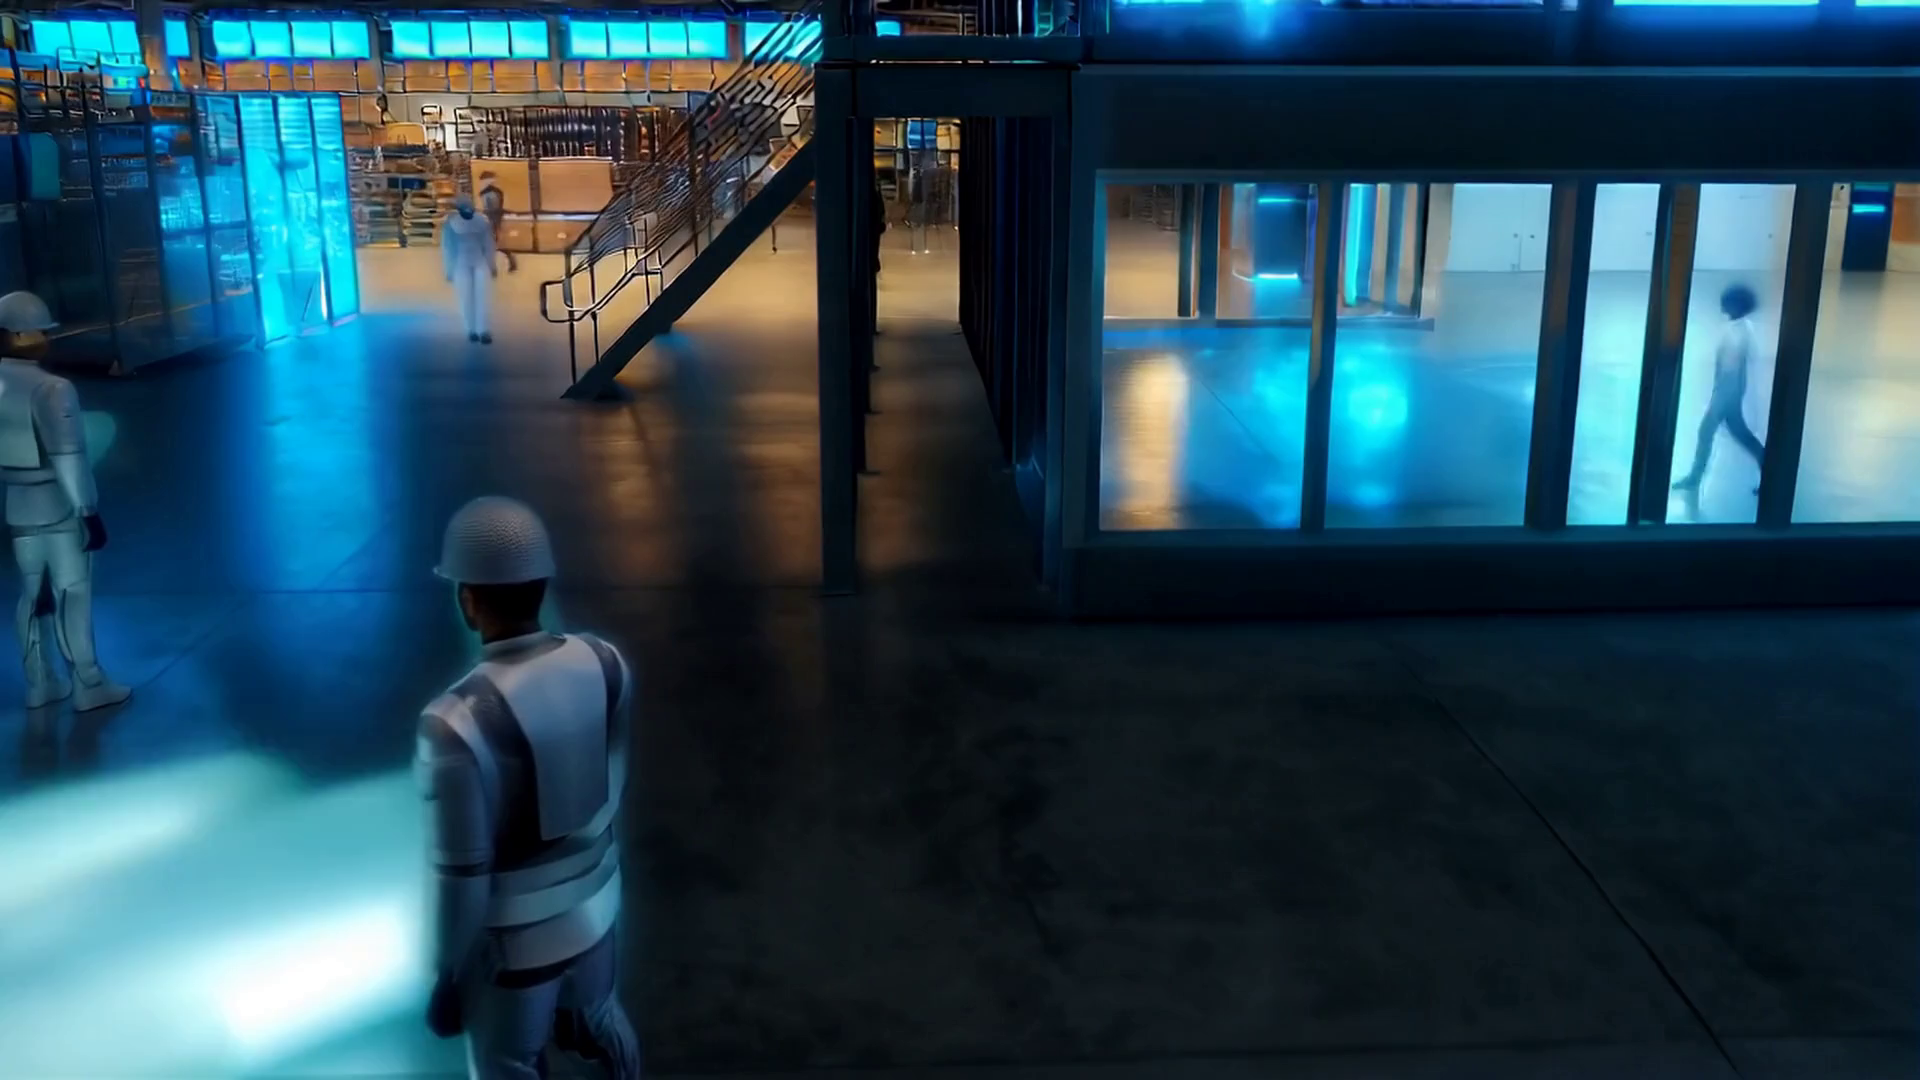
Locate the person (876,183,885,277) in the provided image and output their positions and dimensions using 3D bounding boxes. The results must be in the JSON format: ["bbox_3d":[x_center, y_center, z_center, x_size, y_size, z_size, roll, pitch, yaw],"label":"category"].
[{"bbox_3d":[-1.627,-5.772,30.104,0.688,2.000,0.536,-9,17,-32],"label":"person"}]

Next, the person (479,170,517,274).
[{"bbox_3d":[-8.592,-5.873,30.765,0.717,1.919,0.548,9,17,32],"label":"person"}]

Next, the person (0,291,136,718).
[{"bbox_3d":[-4.248,-0.148,7.722,0.611,1.995,0.380,3,14,13],"label":"person"}]

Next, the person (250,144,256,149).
[{"bbox_3d":[-37.149,-19.965,87.463,0.594,1.718,0.496,7,16,26],"label":"person"}]

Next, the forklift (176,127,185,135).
[{"bbox_3d":[-35.854,-17.791,76.442,1.873,2.768,1.129,-1,14,-3],"label":"forklift"}]

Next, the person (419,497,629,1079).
[{"bbox_3d":[-0.979,0.858,3.795,0.389,1.948,0.609,6,15,23],"label":"person"}]

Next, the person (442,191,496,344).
[{"bbox_3d":[-6.154,-3.412,20.939,0.655,1.903,0.898,-5,15,-21],"label":"person"}]

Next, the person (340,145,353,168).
[{"bbox_3d":[-27.434,-16.760,74.444,0.594,1.832,0.403,2,14,8],"label":"person"}]

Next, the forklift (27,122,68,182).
[{"bbox_3d":[-35.376,-14.773,64.377,1.129,2.768,1.873,-1,14,-2],"label":"forklift"}]

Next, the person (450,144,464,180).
[{"bbox_3d":[-22.560,-16.827,74.680,0.563,1.847,0.389,-6,15,-23],"label":"person"}]

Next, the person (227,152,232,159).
[{"bbox_3d":[-29.350,-14.712,66.641,0.909,1.650,0.531,3,14,12],"label":"person"}]

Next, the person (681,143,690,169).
[{"bbox_3d":[-13.307,-18.451,81.237,0.596,1.817,0.641,-1,14,-4],"label":"person"}]

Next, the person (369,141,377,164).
[{"bbox_3d":[-29.808,-19.302,84.456,0.410,1.909,0.643,-5,15,-18],"label":"person"}]

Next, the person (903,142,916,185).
[{"bbox_3d":[-2.281,-17.095,75.578,0.650,1.920,1.002,7,16,27],"label":"person"}]
